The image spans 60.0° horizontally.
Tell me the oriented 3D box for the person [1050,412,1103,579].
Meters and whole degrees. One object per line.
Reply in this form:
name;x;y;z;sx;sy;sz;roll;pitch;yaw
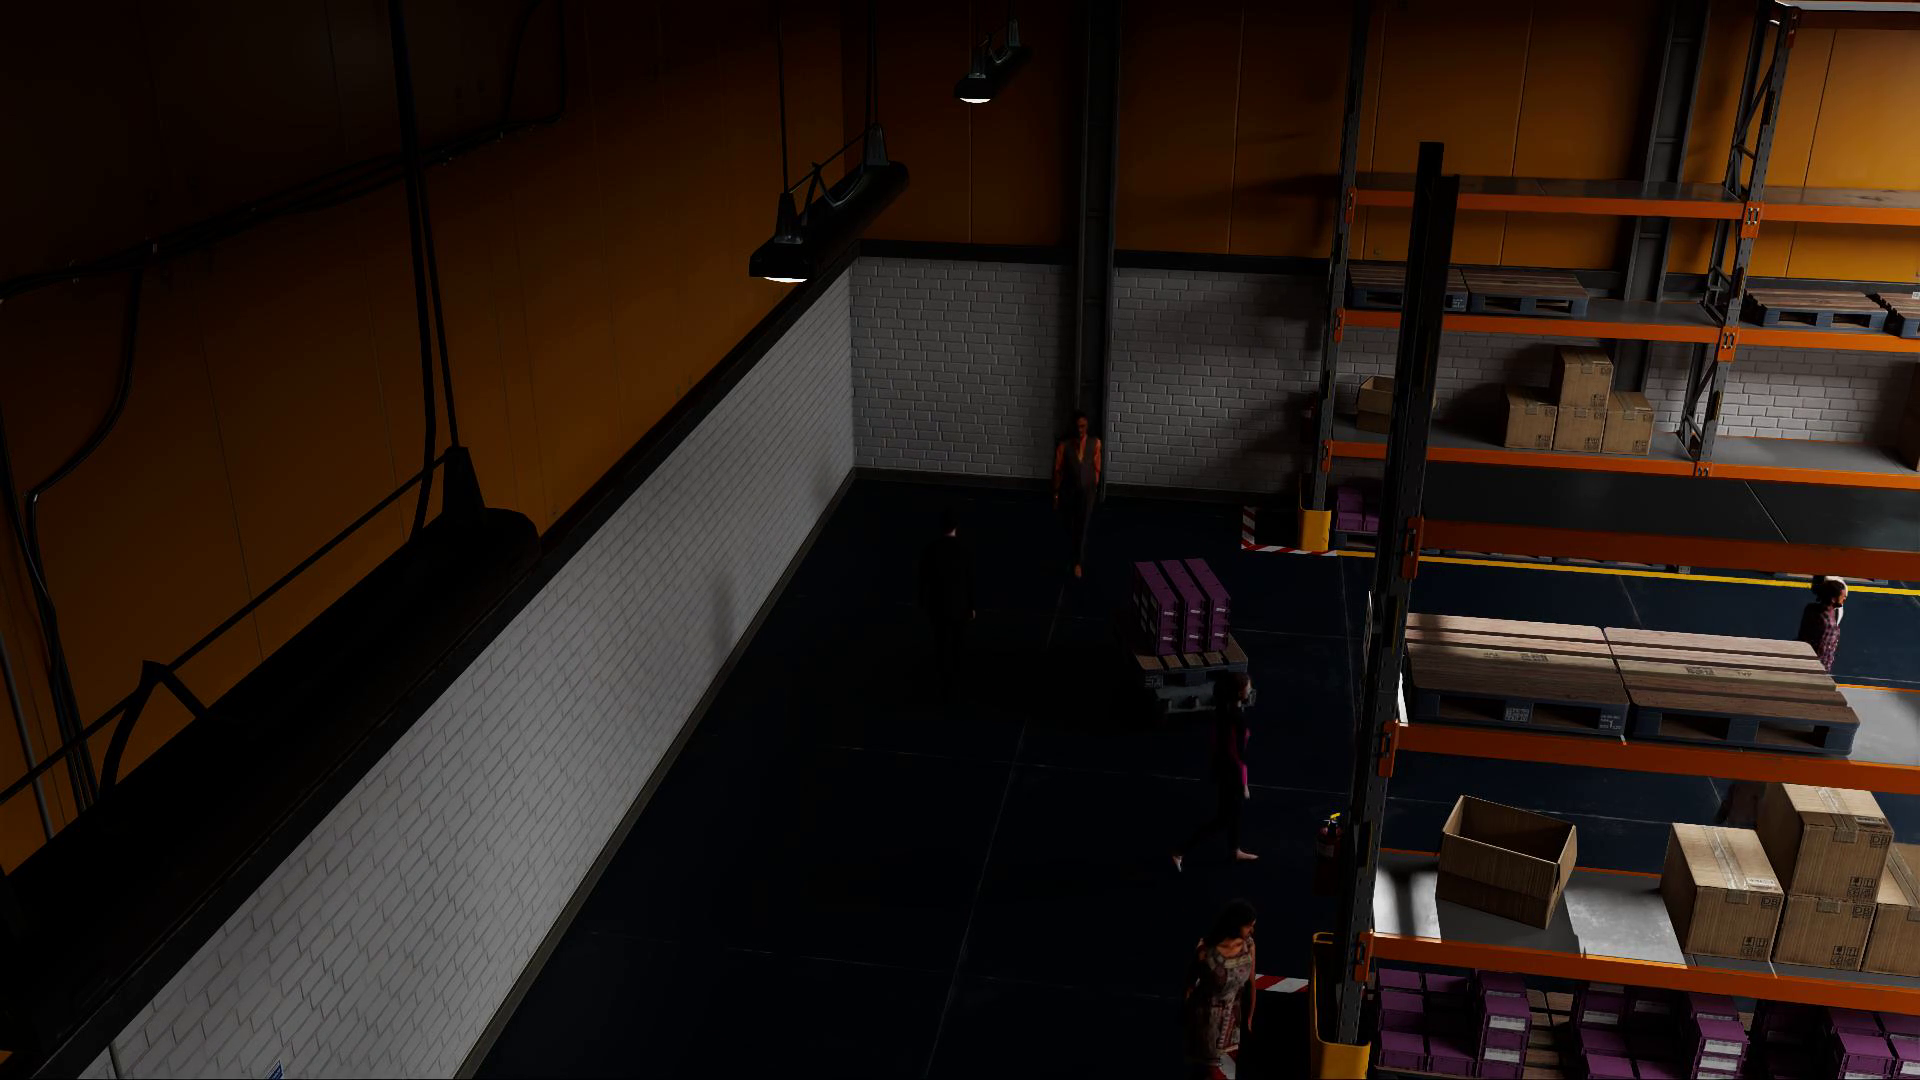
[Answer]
person;1.289;-0.565;18.186;1.209;1.851;0.871;0;24;1

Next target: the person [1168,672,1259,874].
person;1.994;1.833;12.857;1.111;1.725;0.840;-6;24;-13

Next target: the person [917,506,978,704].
person;-0.107;0.636;15.426;1.056;1.861;0.952;-4;24;-8

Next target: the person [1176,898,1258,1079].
person;1.586;2.921;10.510;0.844;1.612;0.880;-5;24;-11

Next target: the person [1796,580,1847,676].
person;7.277;1.133;14.428;1.132;1.751;0.808;0;24;-1
